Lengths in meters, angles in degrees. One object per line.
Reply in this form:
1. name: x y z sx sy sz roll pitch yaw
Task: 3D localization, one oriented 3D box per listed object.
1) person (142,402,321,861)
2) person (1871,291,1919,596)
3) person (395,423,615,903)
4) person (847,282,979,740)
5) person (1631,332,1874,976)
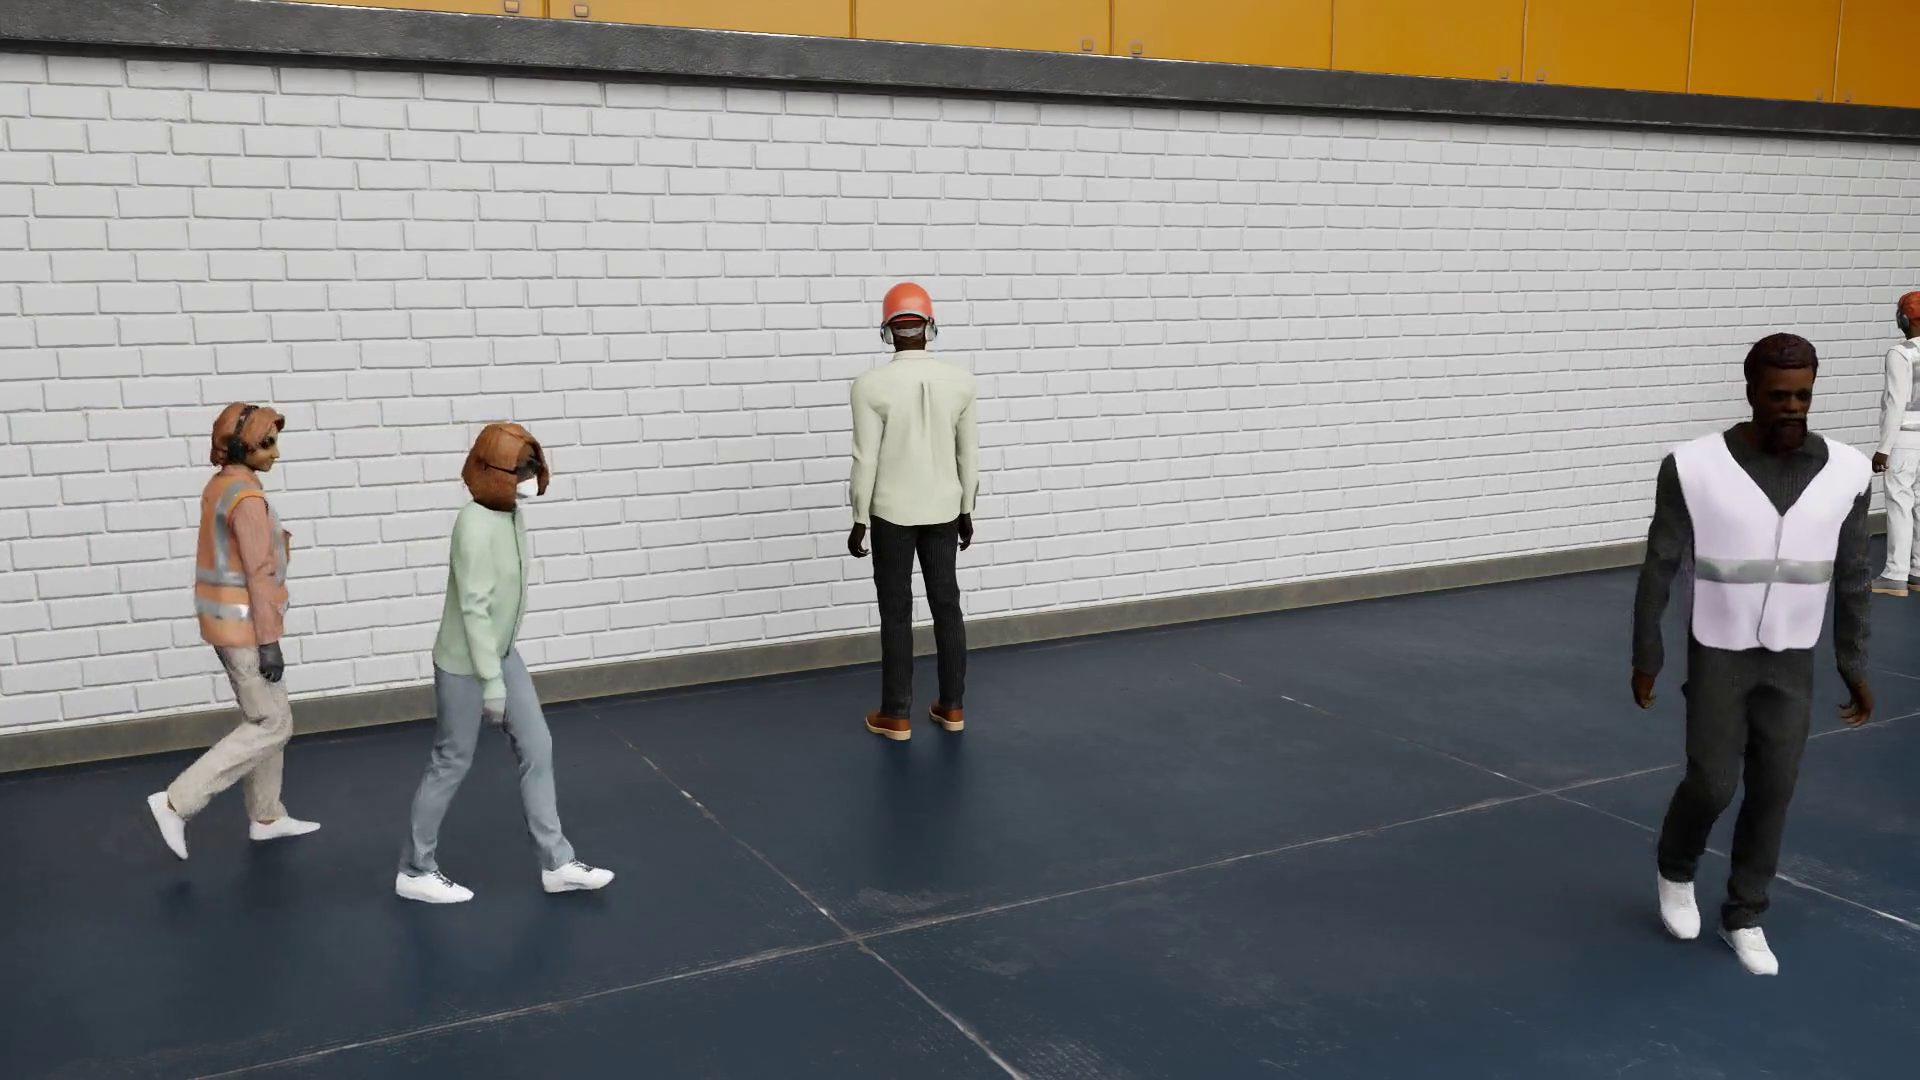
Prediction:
1. person: -2.545 0.332 5.746 0.535 1.621 0.564 -7 12 -33
2. person: 5.888 -0.594 10.315 0.583 1.881 0.337 -5 11 -28
3. person: -1.483 0.414 5.341 0.789 1.585 0.527 1 10 6
4. person: -0.211 -0.125 7.302 0.621 1.990 0.391 -5 11 -28
5. person: 2.333 0.336 4.925 0.636 1.899 0.431 0 10 2
